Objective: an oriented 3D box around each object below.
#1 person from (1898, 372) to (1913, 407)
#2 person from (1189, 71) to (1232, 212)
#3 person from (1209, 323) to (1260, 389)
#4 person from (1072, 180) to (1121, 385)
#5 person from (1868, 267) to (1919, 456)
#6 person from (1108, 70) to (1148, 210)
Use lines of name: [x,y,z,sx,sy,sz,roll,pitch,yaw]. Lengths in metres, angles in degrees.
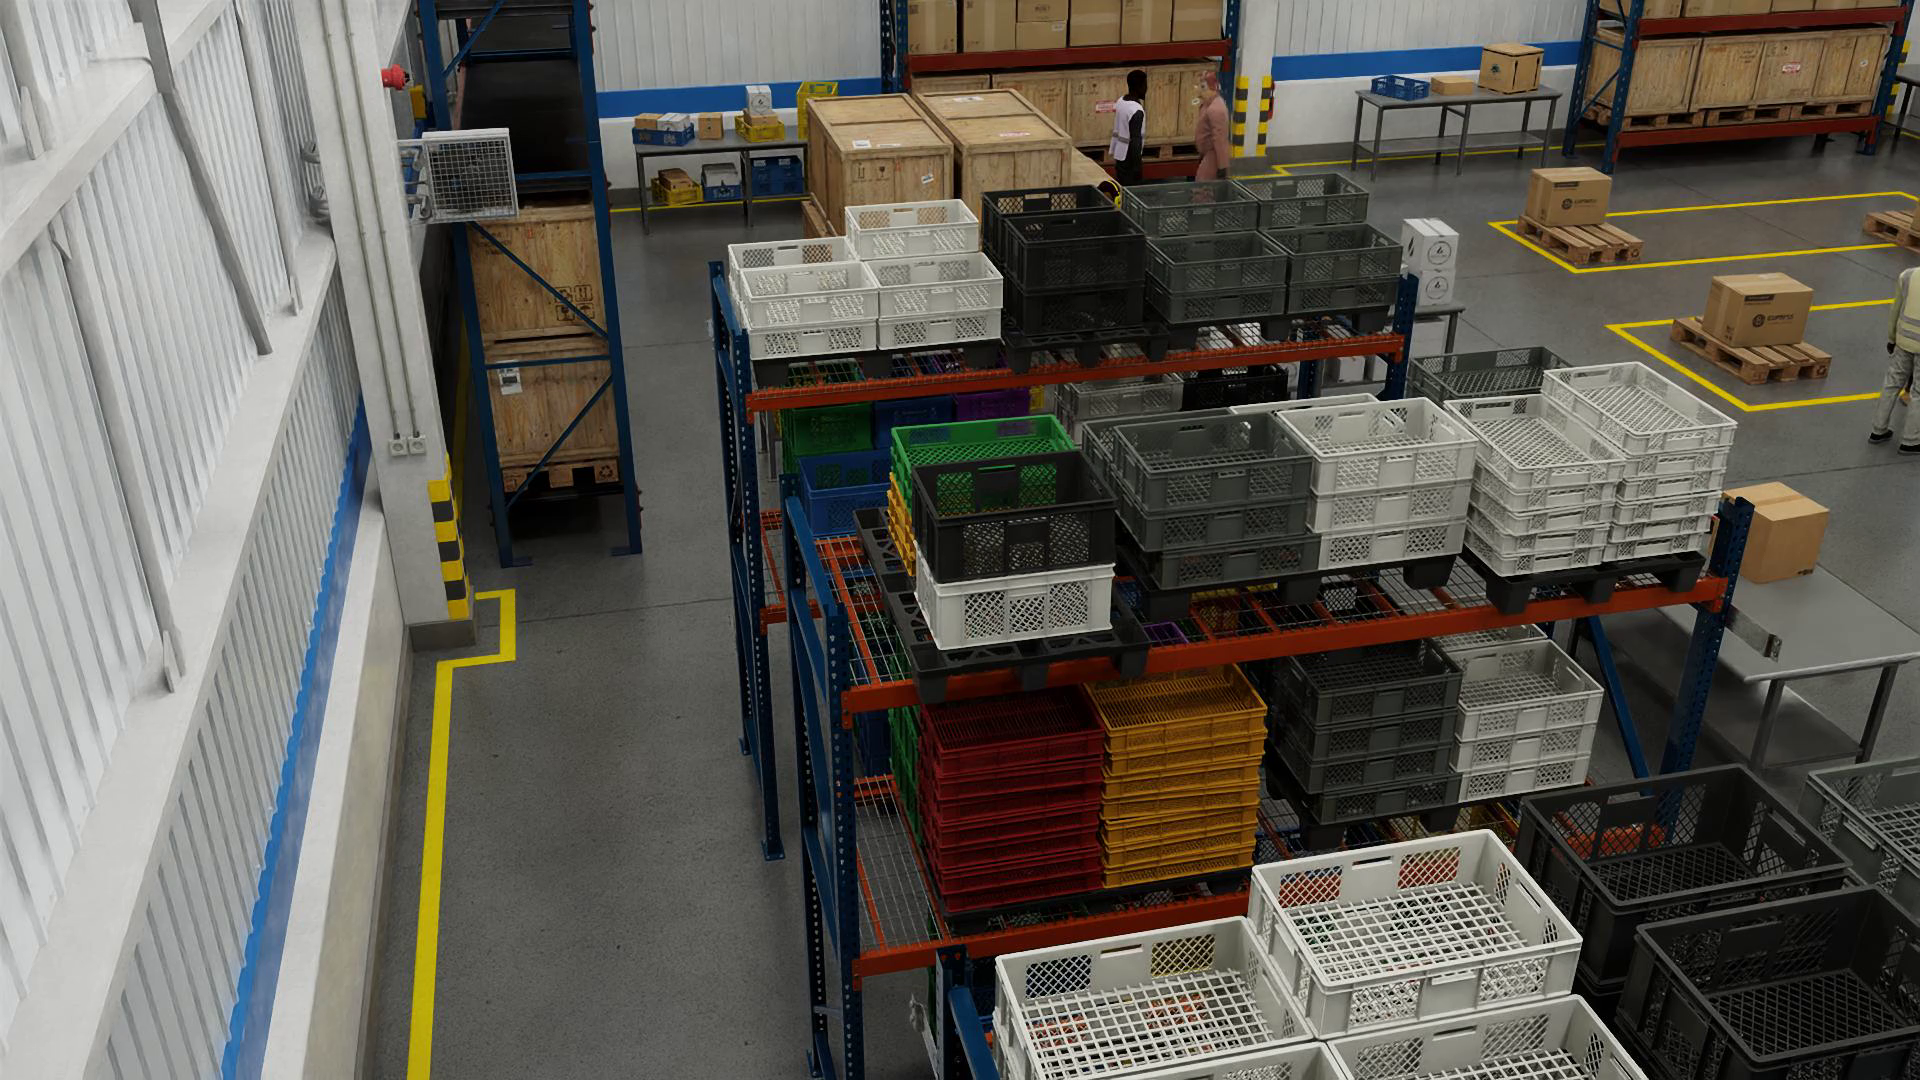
person: [8.403,-1.920,14.148,0.532,1.693,0.318,12,30,22]
person: [2.717,-4.200,18.302,0.877,1.852,0.660,6,28,11]
person: [2.092,-1.255,12.680,0.356,1.885,0.574,23,35,37]
person: [1.250,-2.225,14.535,0.507,1.872,0.329,16,32,28]
person: [7.734,-1.581,13.348,0.404,1.836,0.597,-14,31,-25]
person: [1.832,-4.167,18.178,0.383,1.912,0.585,-6,28,-12]
